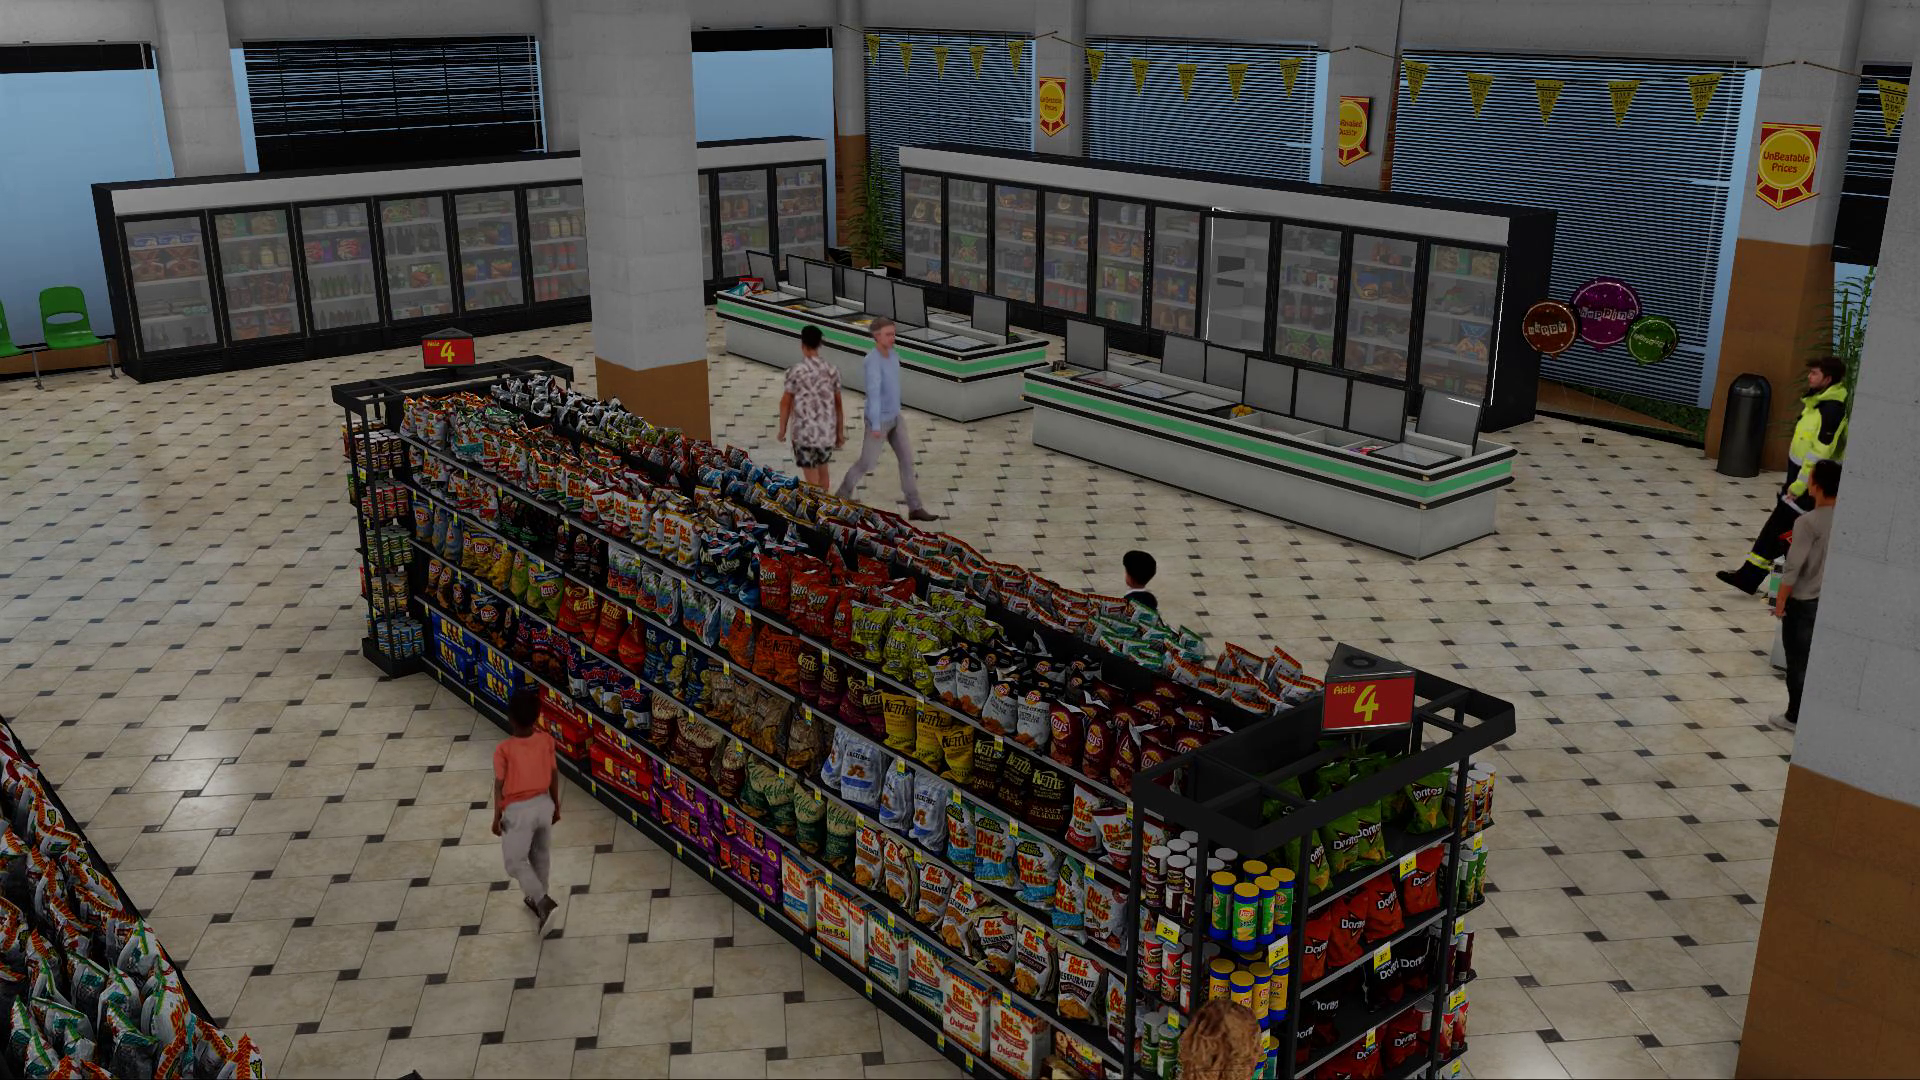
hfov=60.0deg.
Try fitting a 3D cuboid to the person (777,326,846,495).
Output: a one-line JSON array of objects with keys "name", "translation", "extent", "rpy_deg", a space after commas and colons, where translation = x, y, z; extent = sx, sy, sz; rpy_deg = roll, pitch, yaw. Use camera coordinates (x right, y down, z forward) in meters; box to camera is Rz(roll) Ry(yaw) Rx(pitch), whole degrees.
[{"name": "person", "translation": [-1.235, -0.920, 14.410], "extent": [0.829, 1.788, 1.030], "rpy_deg": [-10, 21, -26]}]

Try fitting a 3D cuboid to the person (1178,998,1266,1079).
[{"name": "person", "translation": [0.661, 2.233, 5.311], "extent": [1.086, 1.626, 1.073], "rpy_deg": [0, 19, 0]}]

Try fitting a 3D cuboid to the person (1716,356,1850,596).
[{"name": "person", "translation": [6.598, -0.399, 12.639], "extent": [1.337, 1.933, 1.255], "rpy_deg": [2, 19, 7]}]

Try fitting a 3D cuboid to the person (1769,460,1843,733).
[{"name": "person", "translation": [5.459, 0.394, 10.491], "extent": [0.757, 1.803, 0.772], "rpy_deg": [-8, 20, -23]}]

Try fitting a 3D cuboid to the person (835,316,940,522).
[{"name": "person", "translation": [-0.767, -1.036, 14.666], "extent": [1.330, 1.844, 1.017], "rpy_deg": [8, 20, 22]}]

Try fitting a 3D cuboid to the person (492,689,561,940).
[{"name": "person", "translation": [-2.153, 1.381, 8.350], "extent": [0.491, 1.300, 0.741], "rpy_deg": [-14, 23, -36]}]

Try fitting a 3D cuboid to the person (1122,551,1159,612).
[{"name": "person", "translation": [1.155, 0.668, 10.592], "extent": [0.515, 1.218, 0.530], "rpy_deg": [15, 24, 38]}]
